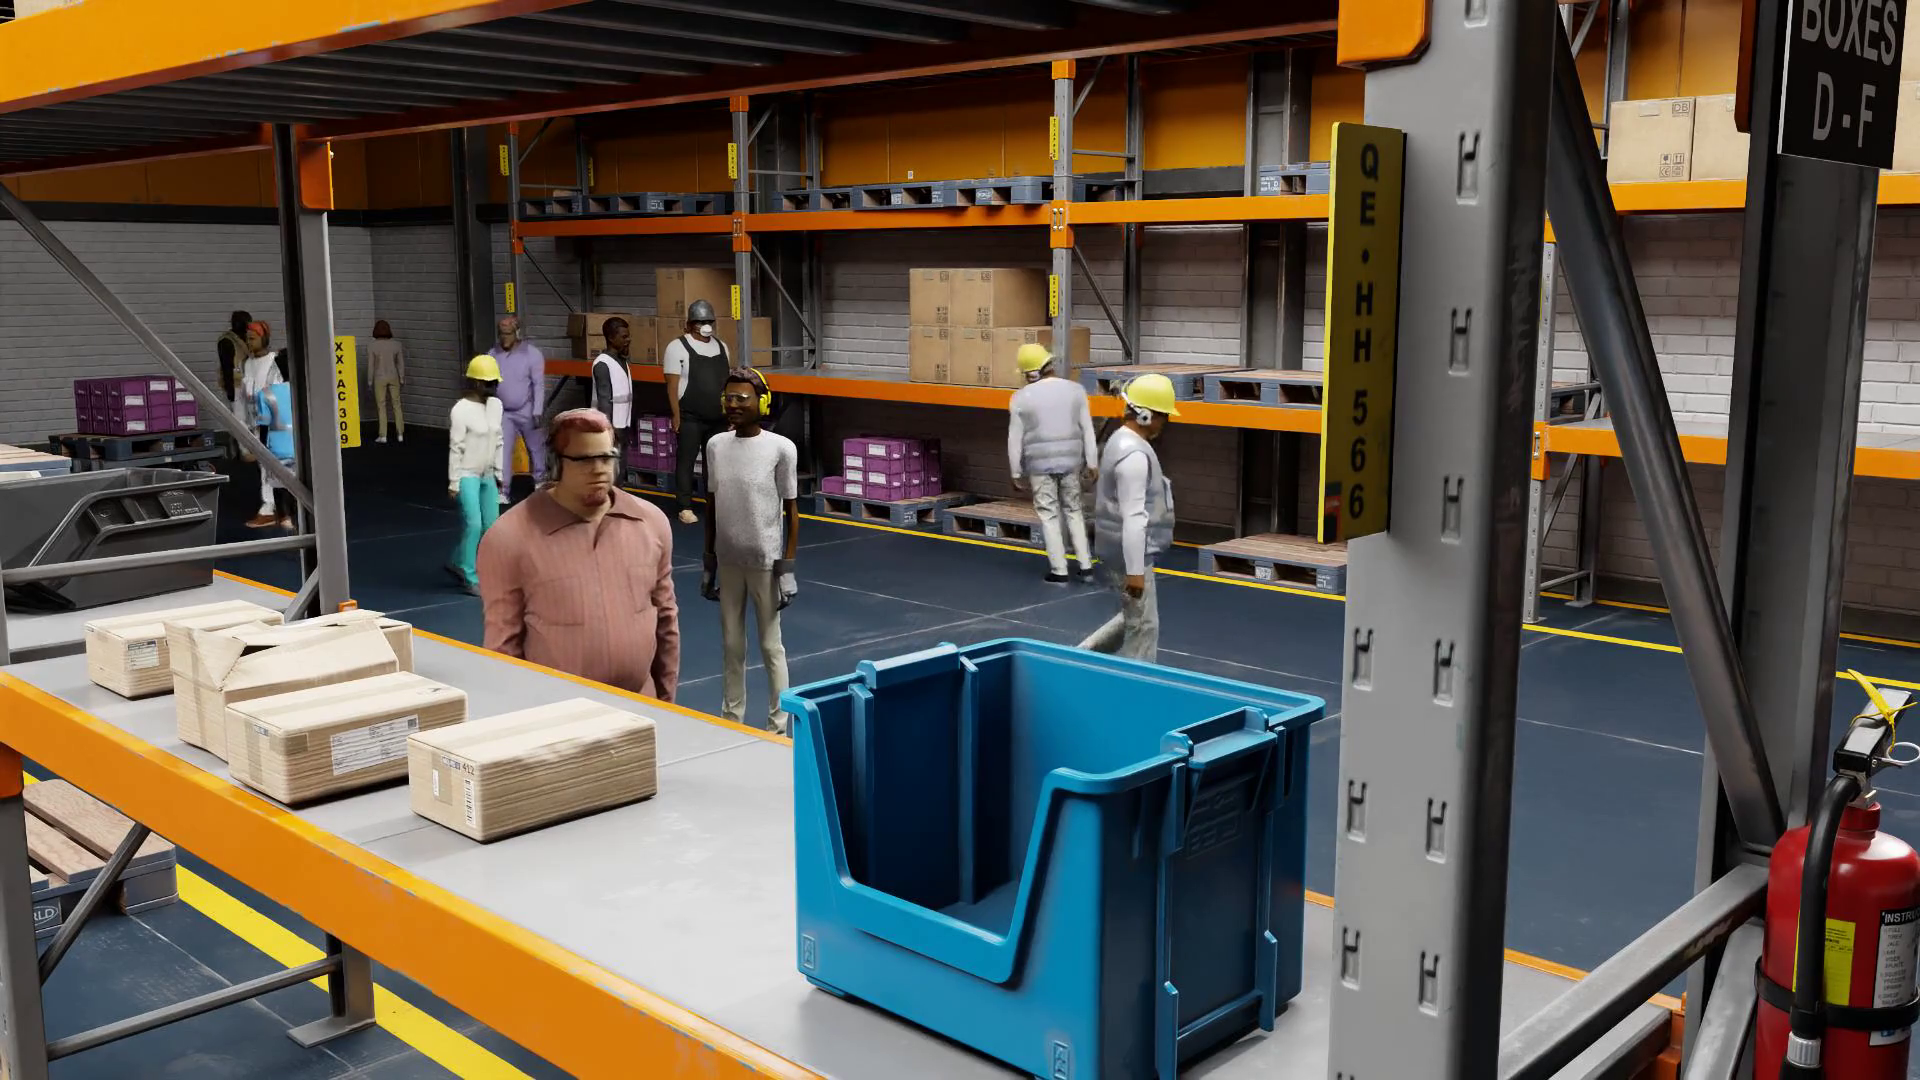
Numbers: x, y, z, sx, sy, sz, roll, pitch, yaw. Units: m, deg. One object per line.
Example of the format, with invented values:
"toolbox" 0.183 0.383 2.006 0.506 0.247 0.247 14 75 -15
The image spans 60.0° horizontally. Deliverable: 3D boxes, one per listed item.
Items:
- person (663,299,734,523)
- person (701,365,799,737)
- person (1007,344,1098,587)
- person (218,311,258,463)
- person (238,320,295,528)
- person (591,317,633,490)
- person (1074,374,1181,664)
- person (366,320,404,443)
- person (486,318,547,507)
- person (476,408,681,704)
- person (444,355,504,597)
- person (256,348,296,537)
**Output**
"person" -2.341 -1.182 15.259 0.673 2.000 0.535 -8 12 -41
"person" -0.991 0.125 7.767 0.516 1.872 0.327 4 10 23
"person" 0.663 -0.542 12.144 0.660 1.774 0.405 -2 10 -14
"person" -8.606 -1.834 19.981 0.597 1.815 0.630 1 9 6
"person" -6.242 -1.071 15.166 0.580 1.862 0.806 4 10 26
"person" -2.910 -0.903 13.927 0.371 1.916 0.597 1 9 3
"person" 0.800 0.061 8.378 0.592 1.802 0.607 1 9 4
"person" -7.673 -2.114 22.221 0.507 1.631 0.266 -7 12 -38
"person" -4.361 -1.270 16.421 0.649 1.849 1.047 1 9 7
"person" -1.149 0.536 5.183 0.637 1.898 0.395 -7 12 -37
"person" -3.450 -0.452 11.755 0.607 1.727 0.551 4 10 23
"person" -5.386 -0.712 13.465 0.539 1.681 0.480 -4 10 -25
